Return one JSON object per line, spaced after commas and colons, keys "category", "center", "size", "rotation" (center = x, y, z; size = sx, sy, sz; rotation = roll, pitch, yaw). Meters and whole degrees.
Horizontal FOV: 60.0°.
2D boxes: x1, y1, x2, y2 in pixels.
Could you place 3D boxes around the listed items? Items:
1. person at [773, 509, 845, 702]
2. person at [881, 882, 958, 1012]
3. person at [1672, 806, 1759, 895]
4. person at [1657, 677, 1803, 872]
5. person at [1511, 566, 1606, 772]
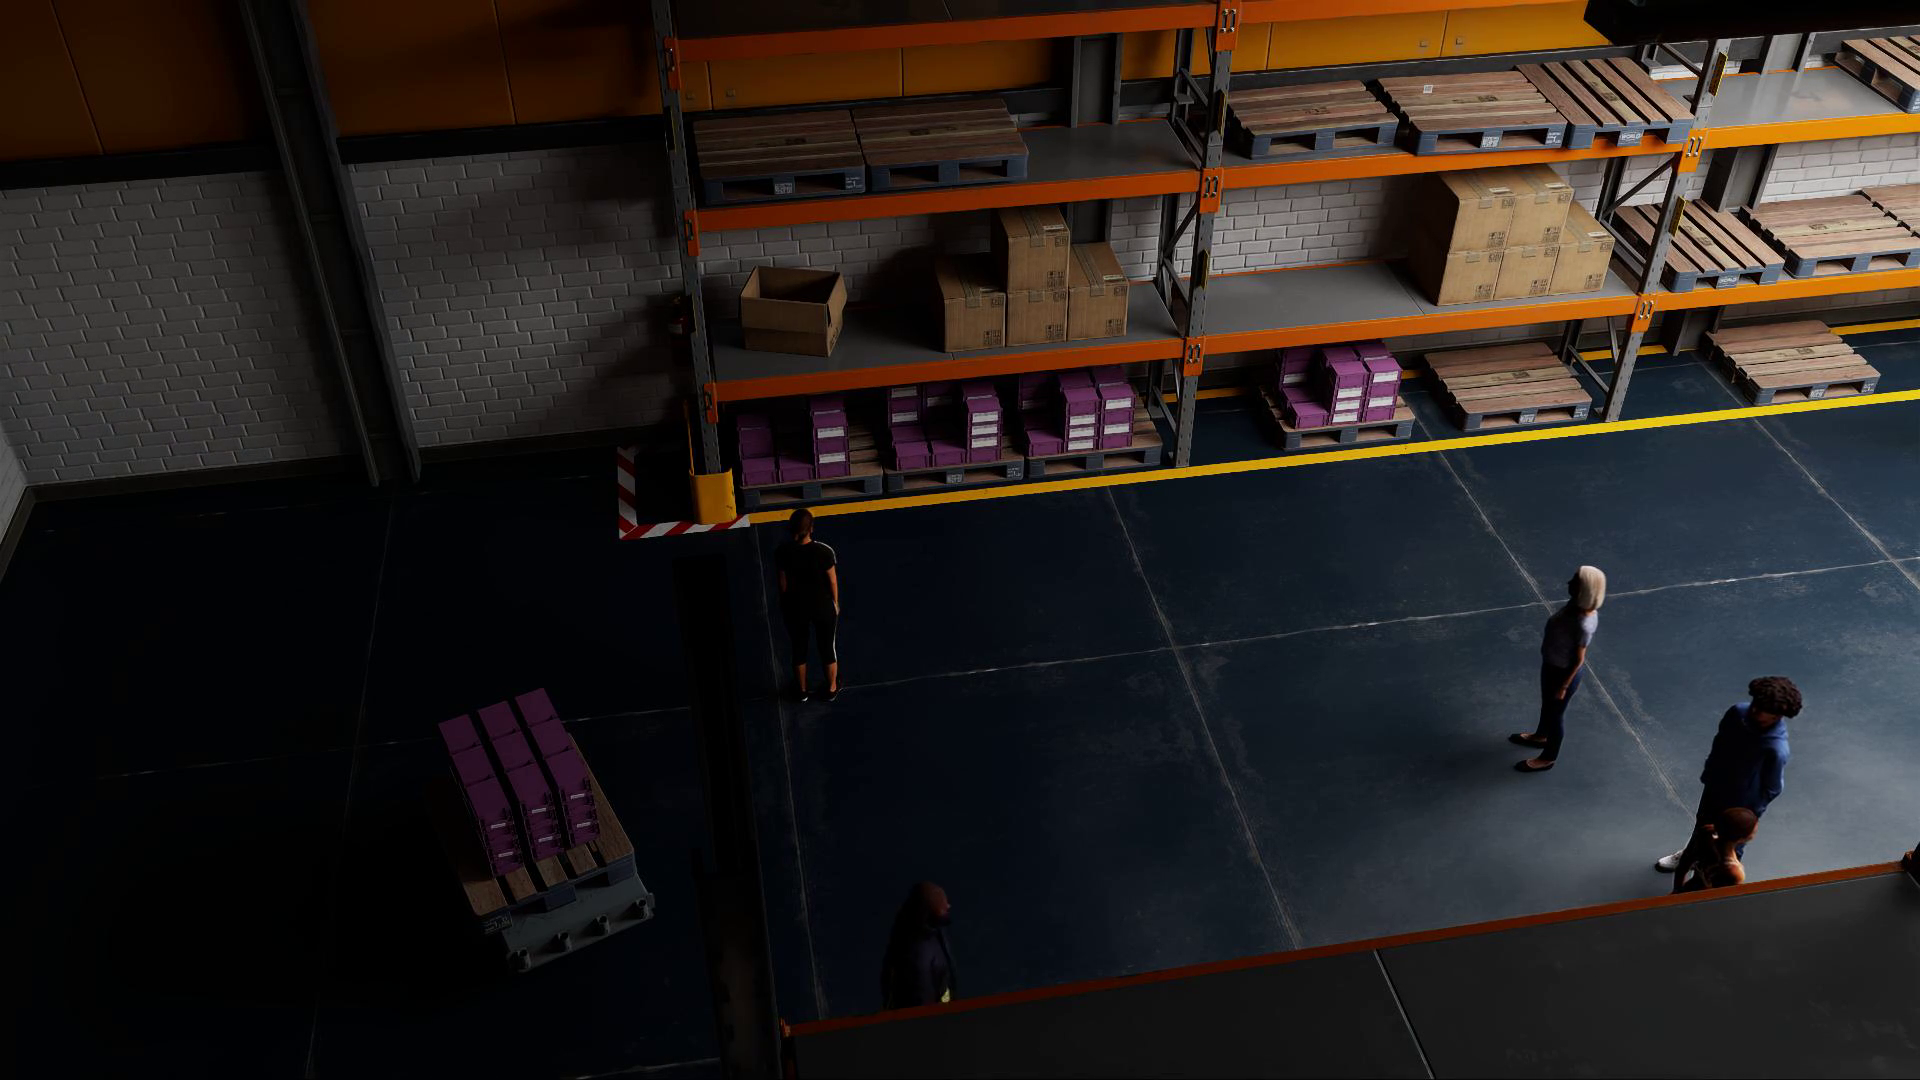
{"category": "person", "center": [-1.064, 0.463, 11.714], "size": [0.531, 1.668, 0.687], "rotation": [2, 39, 3]}
{"category": "person", "center": [-0.309, 2.498, 9.053], "size": [1.008, 1.808, 0.879], "rotation": [1, 39, 1]}
{"category": "person", "center": [4.179, 2.162, 9.489], "size": [0.552, 1.789, 0.601], "rotation": [-10, 40, -12]}
{"category": "person", "center": [4.794, 1.529, 10.267], "size": [0.579, 1.810, 0.689], "rotation": [-10, 40, -13]}
{"category": "person", "center": [4.053, 0.855, 11.180], "size": [0.612, 1.722, 0.652], "rotation": [5, 39, 6]}
